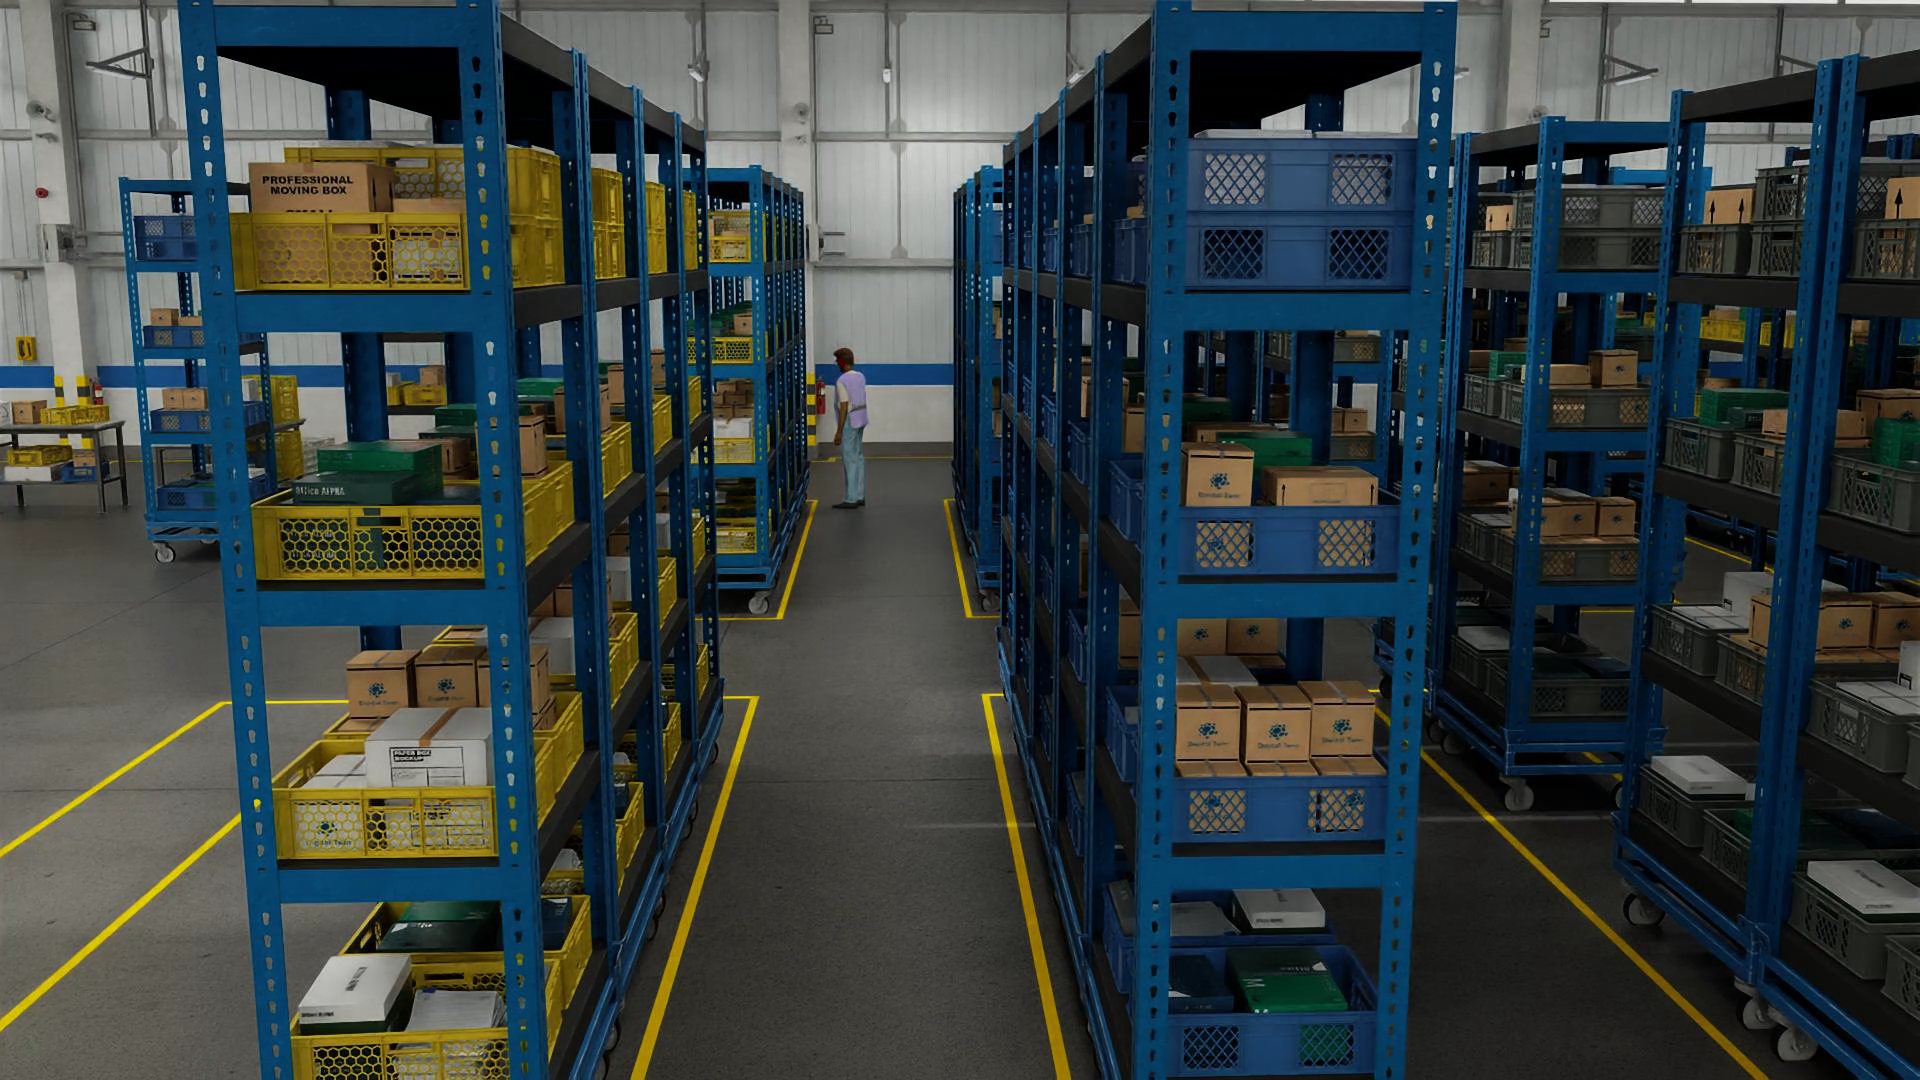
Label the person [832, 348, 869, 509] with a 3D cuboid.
[{"bbox_3d":[-1.246,-1.271,18.991,0.388,1.838,0.564,4,11,22],"label":"person"}]
